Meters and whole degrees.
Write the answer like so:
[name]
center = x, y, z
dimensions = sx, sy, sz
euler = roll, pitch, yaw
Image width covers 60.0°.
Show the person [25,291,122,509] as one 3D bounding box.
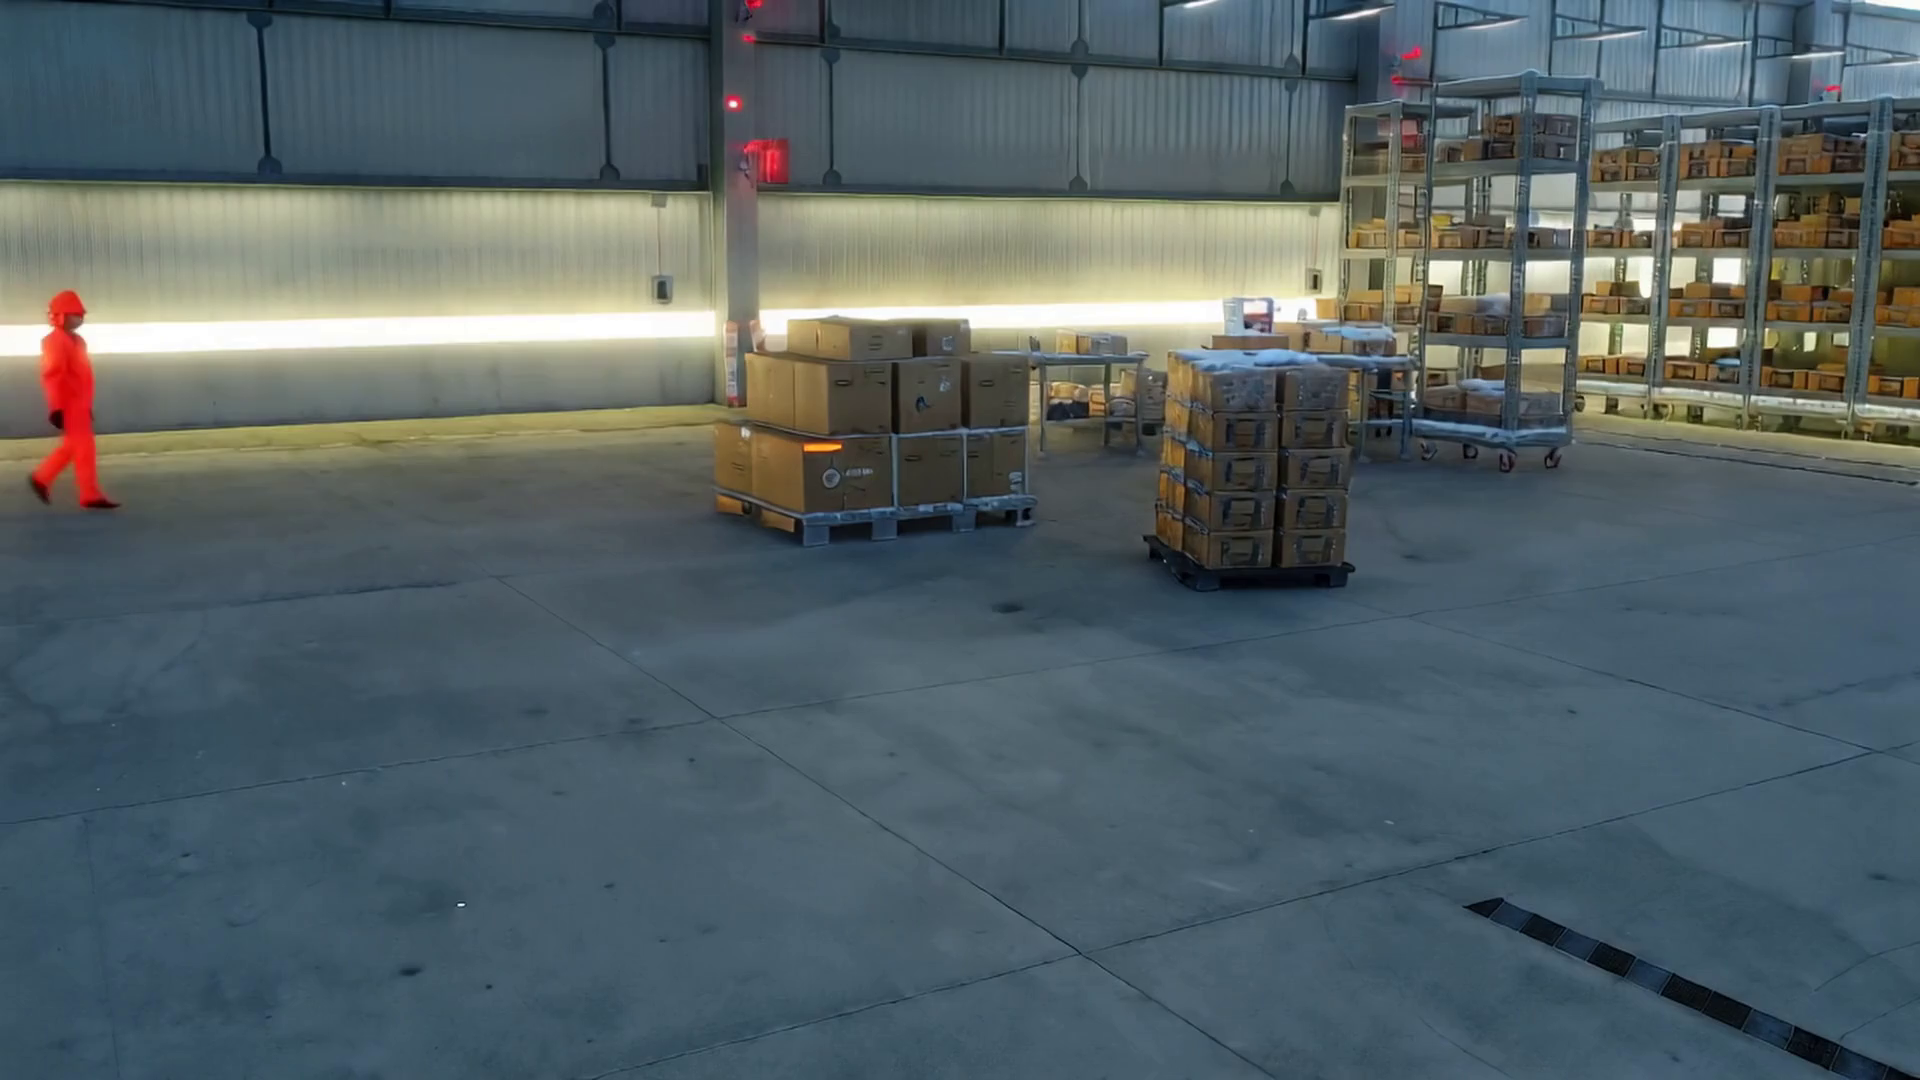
[person]
center = -7.076, -1.096, 13.137
dimensions = 0.709, 1.731, 0.569
euler = -1, 10, -4
